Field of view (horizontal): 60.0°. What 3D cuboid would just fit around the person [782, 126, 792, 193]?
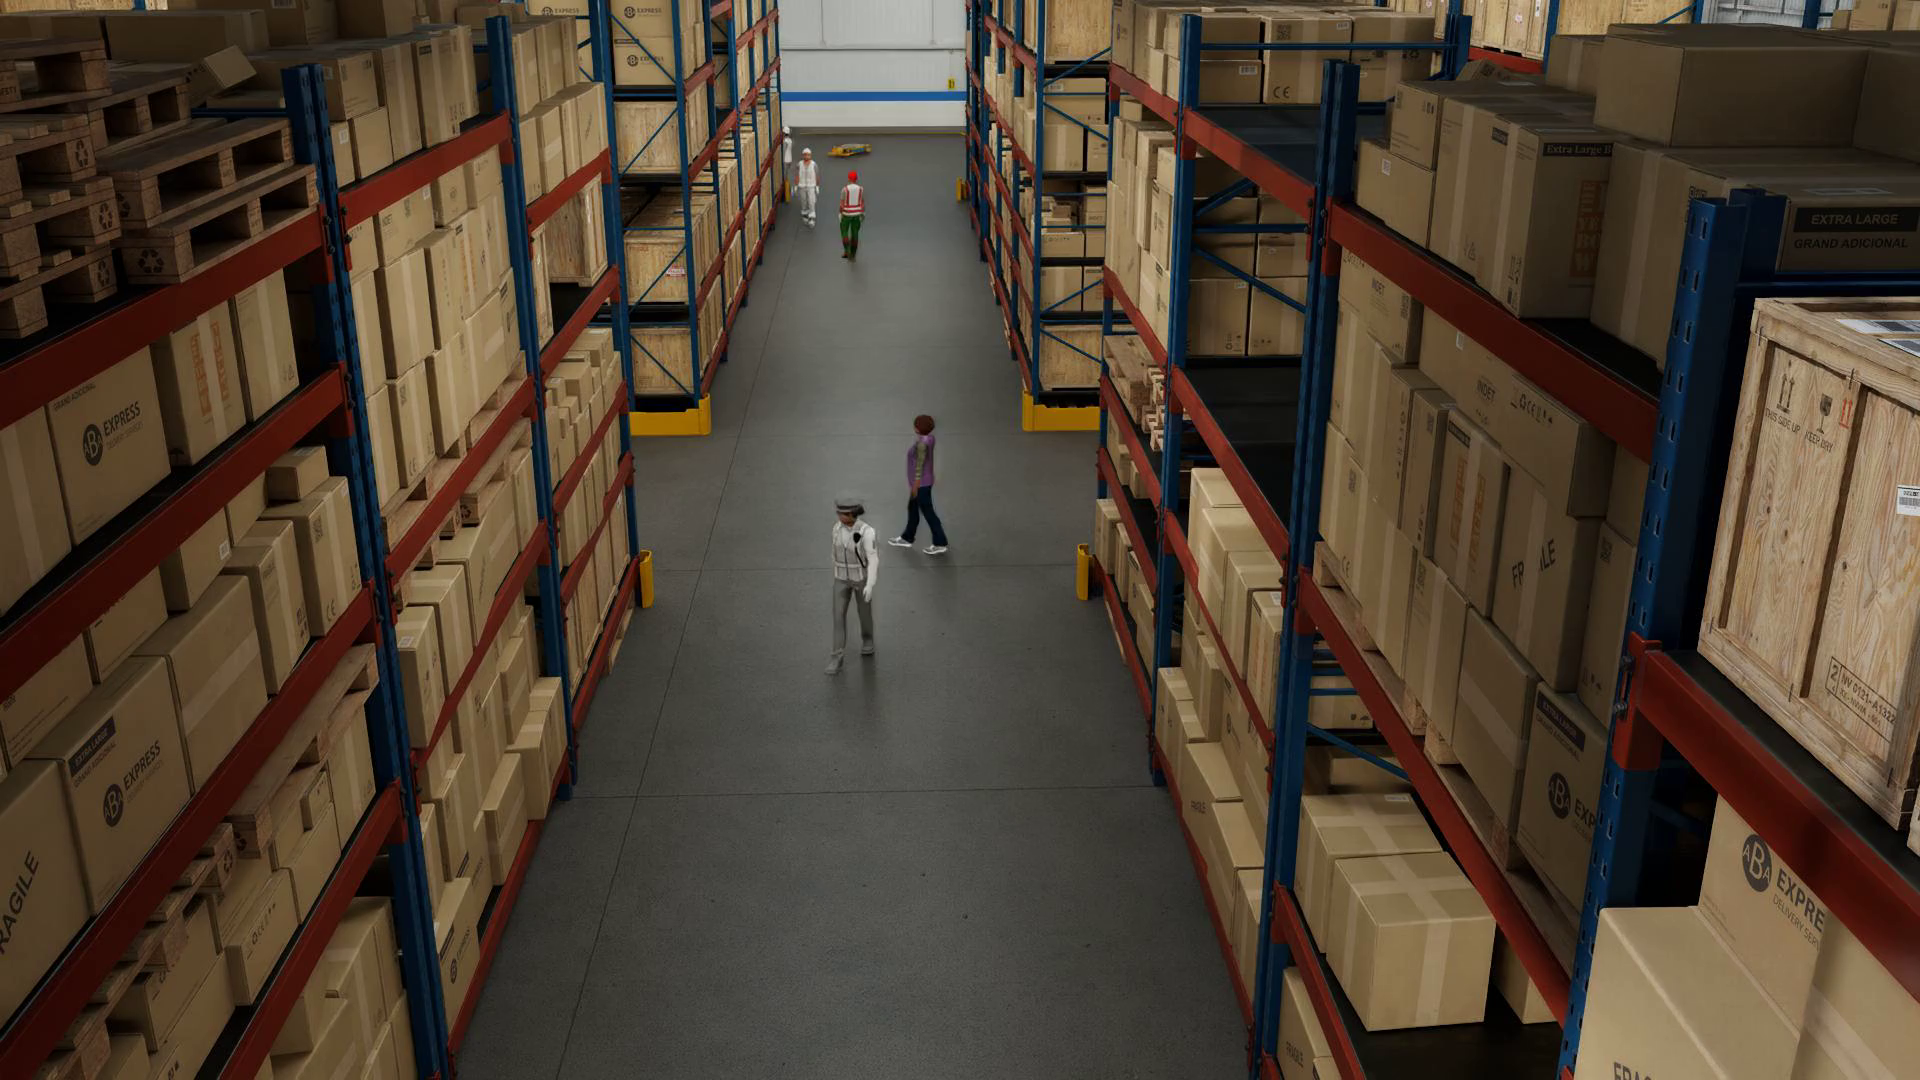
[{"bbox_3d":[-4.476,-9.556,42.070,0.437,1.785,0.555,3,21,9],"label":"person"}]

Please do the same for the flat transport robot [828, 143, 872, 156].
[{"bbox_3d":[-3.323,-11.818,50.389,0.659,0.253,1.431,11,23,28],"label":"flat transport robot"}]

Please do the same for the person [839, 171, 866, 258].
[{"bbox_3d":[-2.247,-6.768,34.576,0.563,1.794,0.419,-7,22,-18],"label":"person"}]

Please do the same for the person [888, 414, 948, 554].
[{"bbox_3d":[-0.476,-0.625,18.413,0.711,1.590,0.415,3,21,8],"label":"person"}]

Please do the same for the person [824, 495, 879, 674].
[{"bbox_3d":[-1.001,0.393,15.571,0.509,1.638,0.871,6,21,15],"label":"person"}]

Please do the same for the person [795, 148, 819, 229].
[{"bbox_3d":[-3.507,-8.032,37.999,0.553,1.782,0.809,0,20,0],"label":"person"}]
